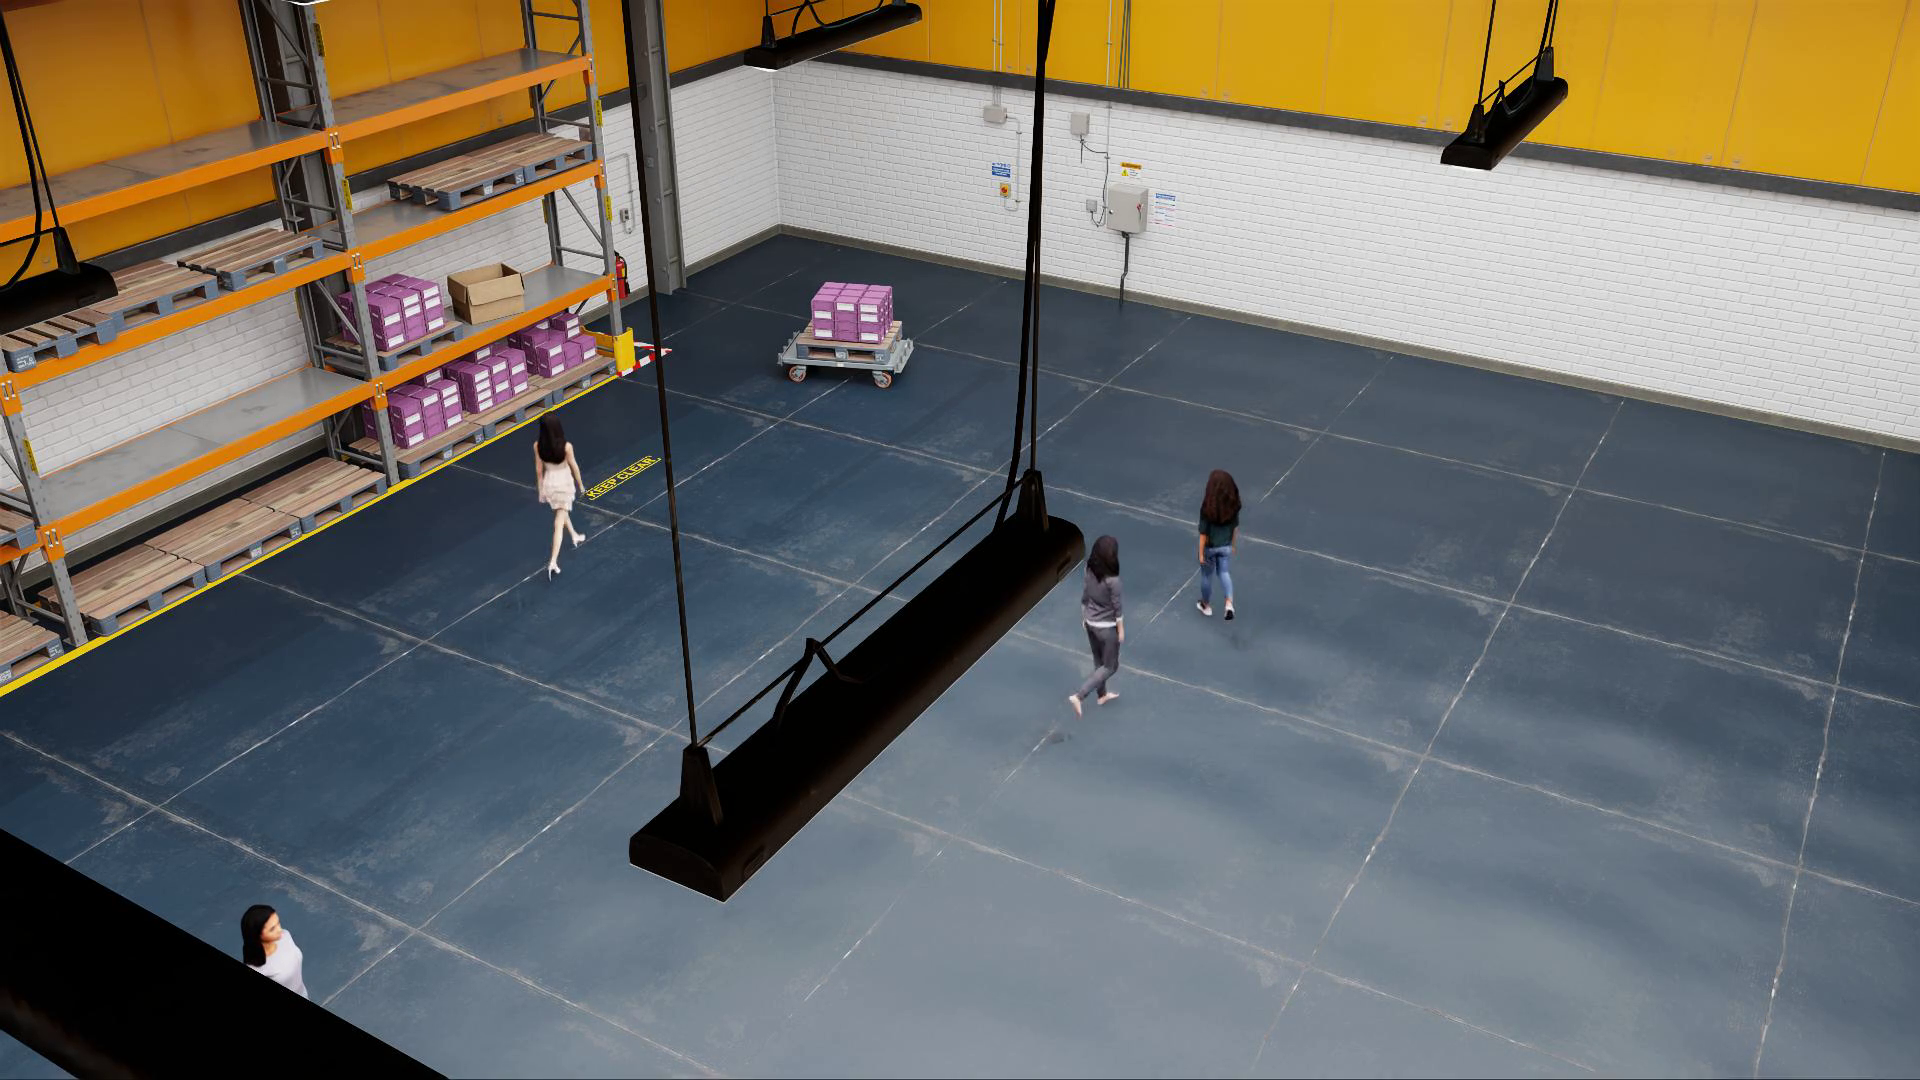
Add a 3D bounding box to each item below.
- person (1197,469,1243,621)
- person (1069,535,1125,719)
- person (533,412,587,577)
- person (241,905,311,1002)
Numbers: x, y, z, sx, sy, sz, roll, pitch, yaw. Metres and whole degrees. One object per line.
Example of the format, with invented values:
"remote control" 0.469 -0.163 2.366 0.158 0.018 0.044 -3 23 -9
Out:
"person" 2.522 0.087 16.114 0.895 1.608 0.944 -9 30 -15
"person" 1.202 0.804 14.658 1.004 1.743 0.794 -22 36 -35
"person" -4.128 -0.433 16.988 0.797 1.683 1.125 6 29 11
"person" -4.330 3.014 10.616 0.726 1.735 0.592 3 29 6
